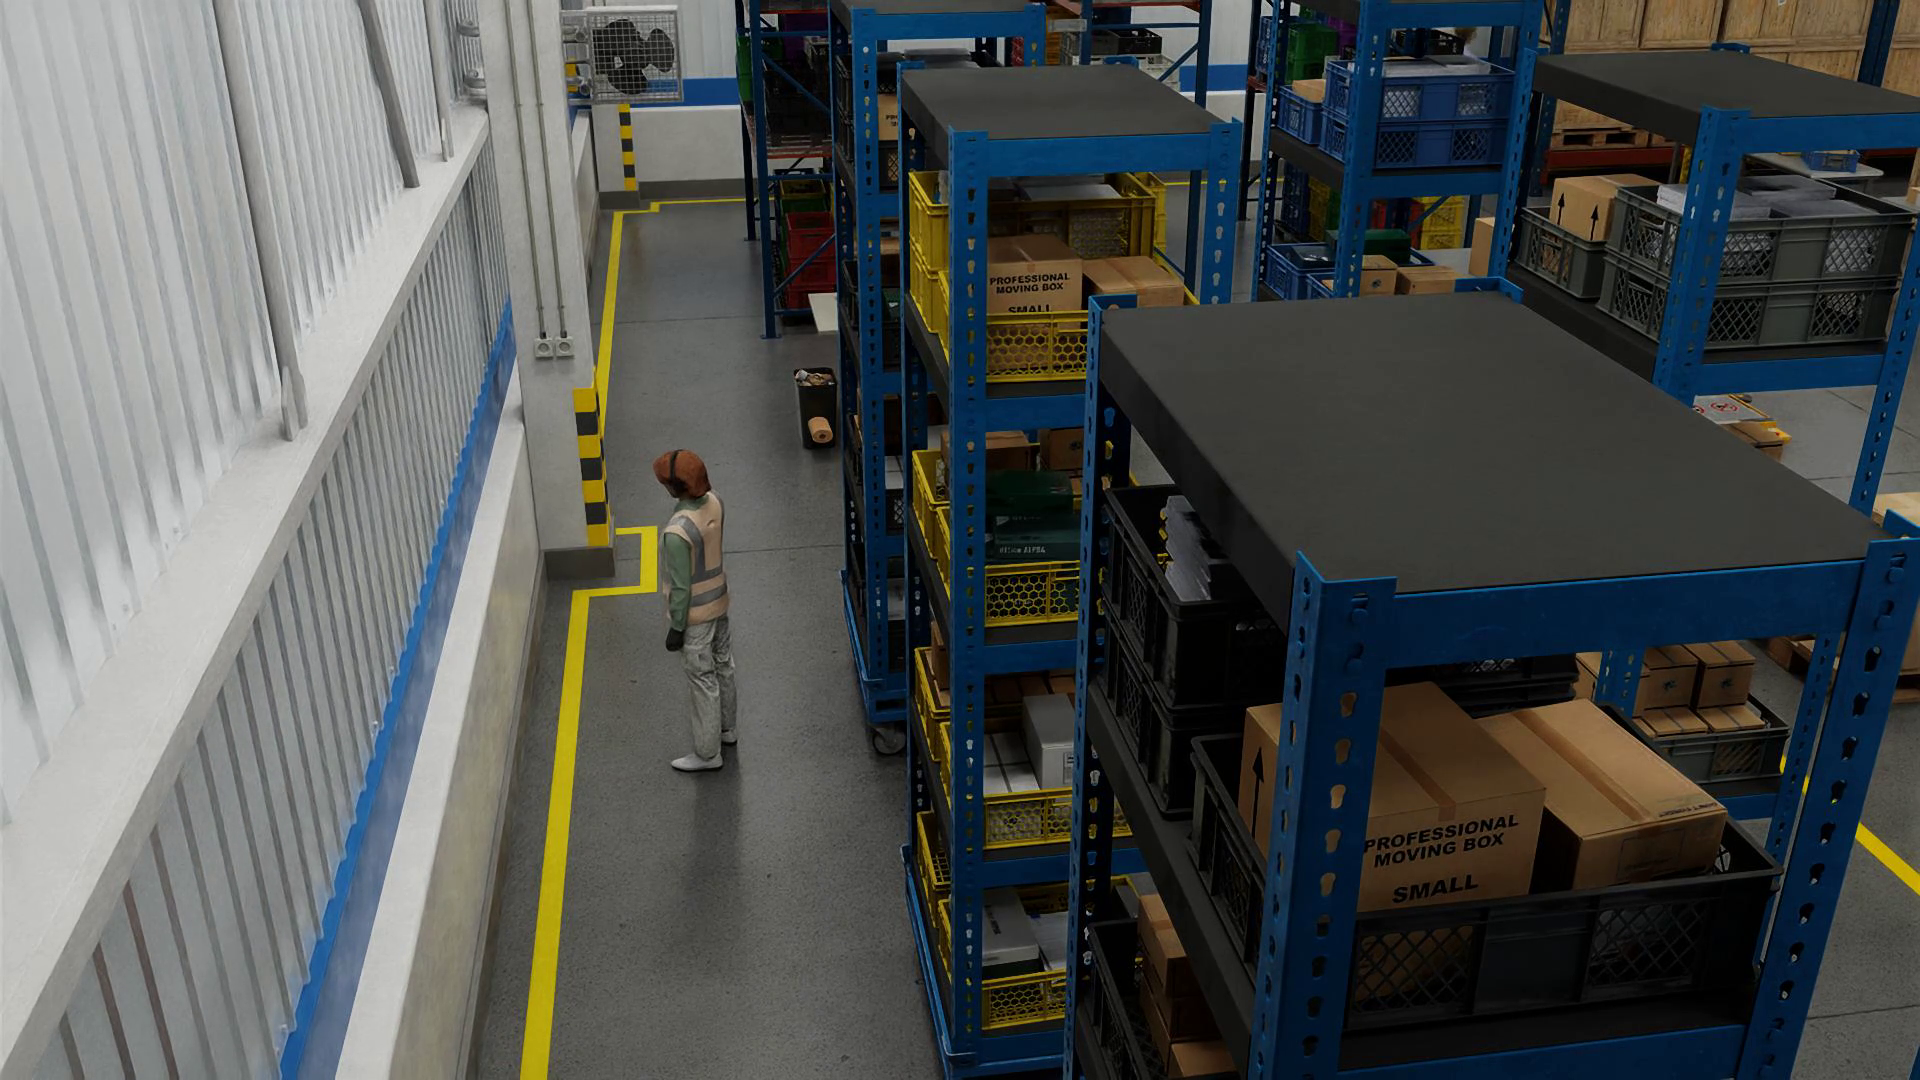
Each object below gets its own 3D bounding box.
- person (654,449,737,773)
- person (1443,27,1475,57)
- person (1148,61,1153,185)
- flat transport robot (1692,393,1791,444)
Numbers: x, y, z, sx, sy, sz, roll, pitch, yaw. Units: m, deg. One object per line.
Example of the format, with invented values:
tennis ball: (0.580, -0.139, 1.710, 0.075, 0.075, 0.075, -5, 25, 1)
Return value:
person: (-1.251, 0.333, 7.913, 0.304, 1.640, 0.513, 6, 25, 13)
person: (5.738, -5.098, 19.371, 0.369, 1.938, 0.632, -5, 25, -10)
person: (1.805, -3.966, 16.971, 0.575, 1.885, 0.355, -16, 29, -32)
flat transport robot: (5.224, -0.859, 12.132, 1.431, 0.197, 0.652, -4, 25, -8)
